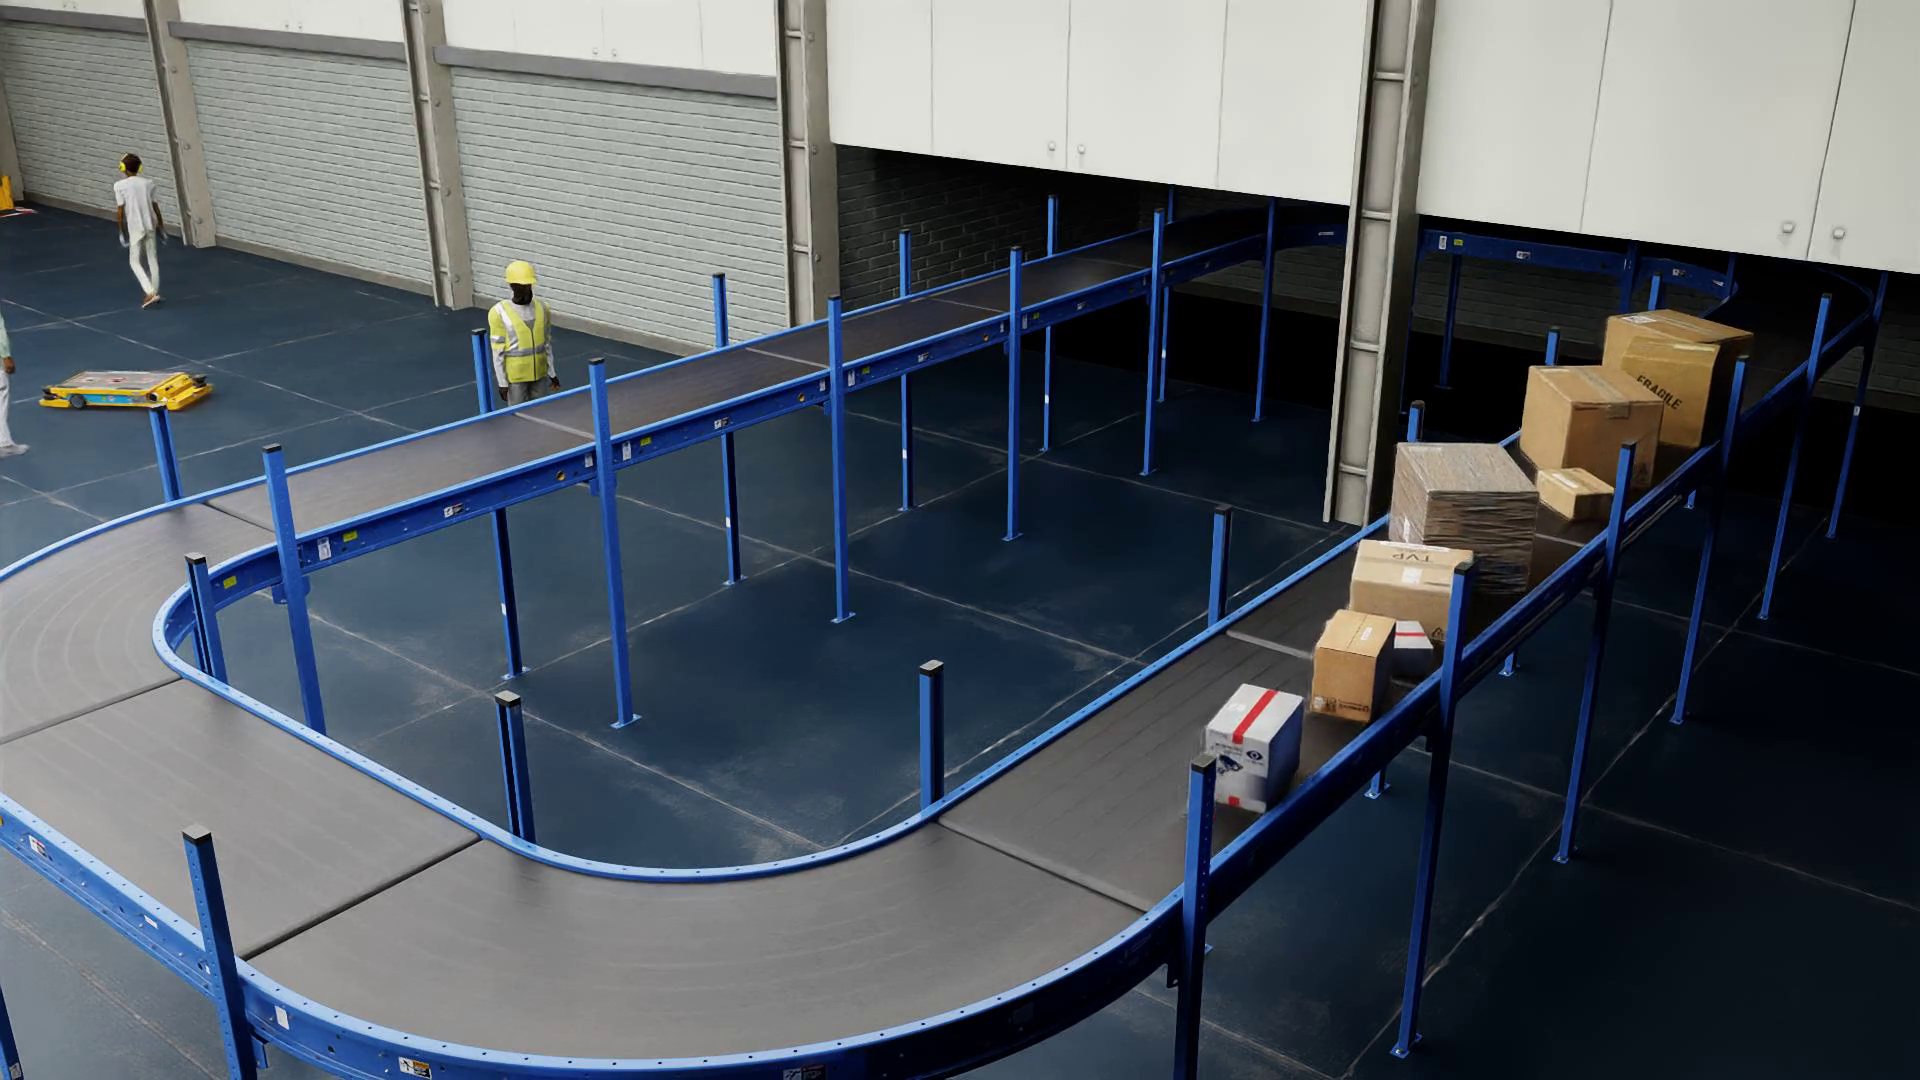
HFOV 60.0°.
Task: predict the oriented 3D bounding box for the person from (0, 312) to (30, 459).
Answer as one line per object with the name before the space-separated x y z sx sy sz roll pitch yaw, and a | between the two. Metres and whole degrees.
person | -8.723 -1.693 14.857 0.613 1.935 0.433 8 23 20

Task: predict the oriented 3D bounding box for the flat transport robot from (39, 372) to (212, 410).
flat transport robot | -8.334 -1.505 16.610 1.431 0.197 0.652 2 22 4

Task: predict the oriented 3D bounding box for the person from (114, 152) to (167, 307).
person | -9.941 -3.760 20.242 0.557 1.837 0.548 20 29 41

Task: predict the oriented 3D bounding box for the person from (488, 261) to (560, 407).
person | -3.687 -1.422 14.170 0.365 1.930 0.585 18 28 38
